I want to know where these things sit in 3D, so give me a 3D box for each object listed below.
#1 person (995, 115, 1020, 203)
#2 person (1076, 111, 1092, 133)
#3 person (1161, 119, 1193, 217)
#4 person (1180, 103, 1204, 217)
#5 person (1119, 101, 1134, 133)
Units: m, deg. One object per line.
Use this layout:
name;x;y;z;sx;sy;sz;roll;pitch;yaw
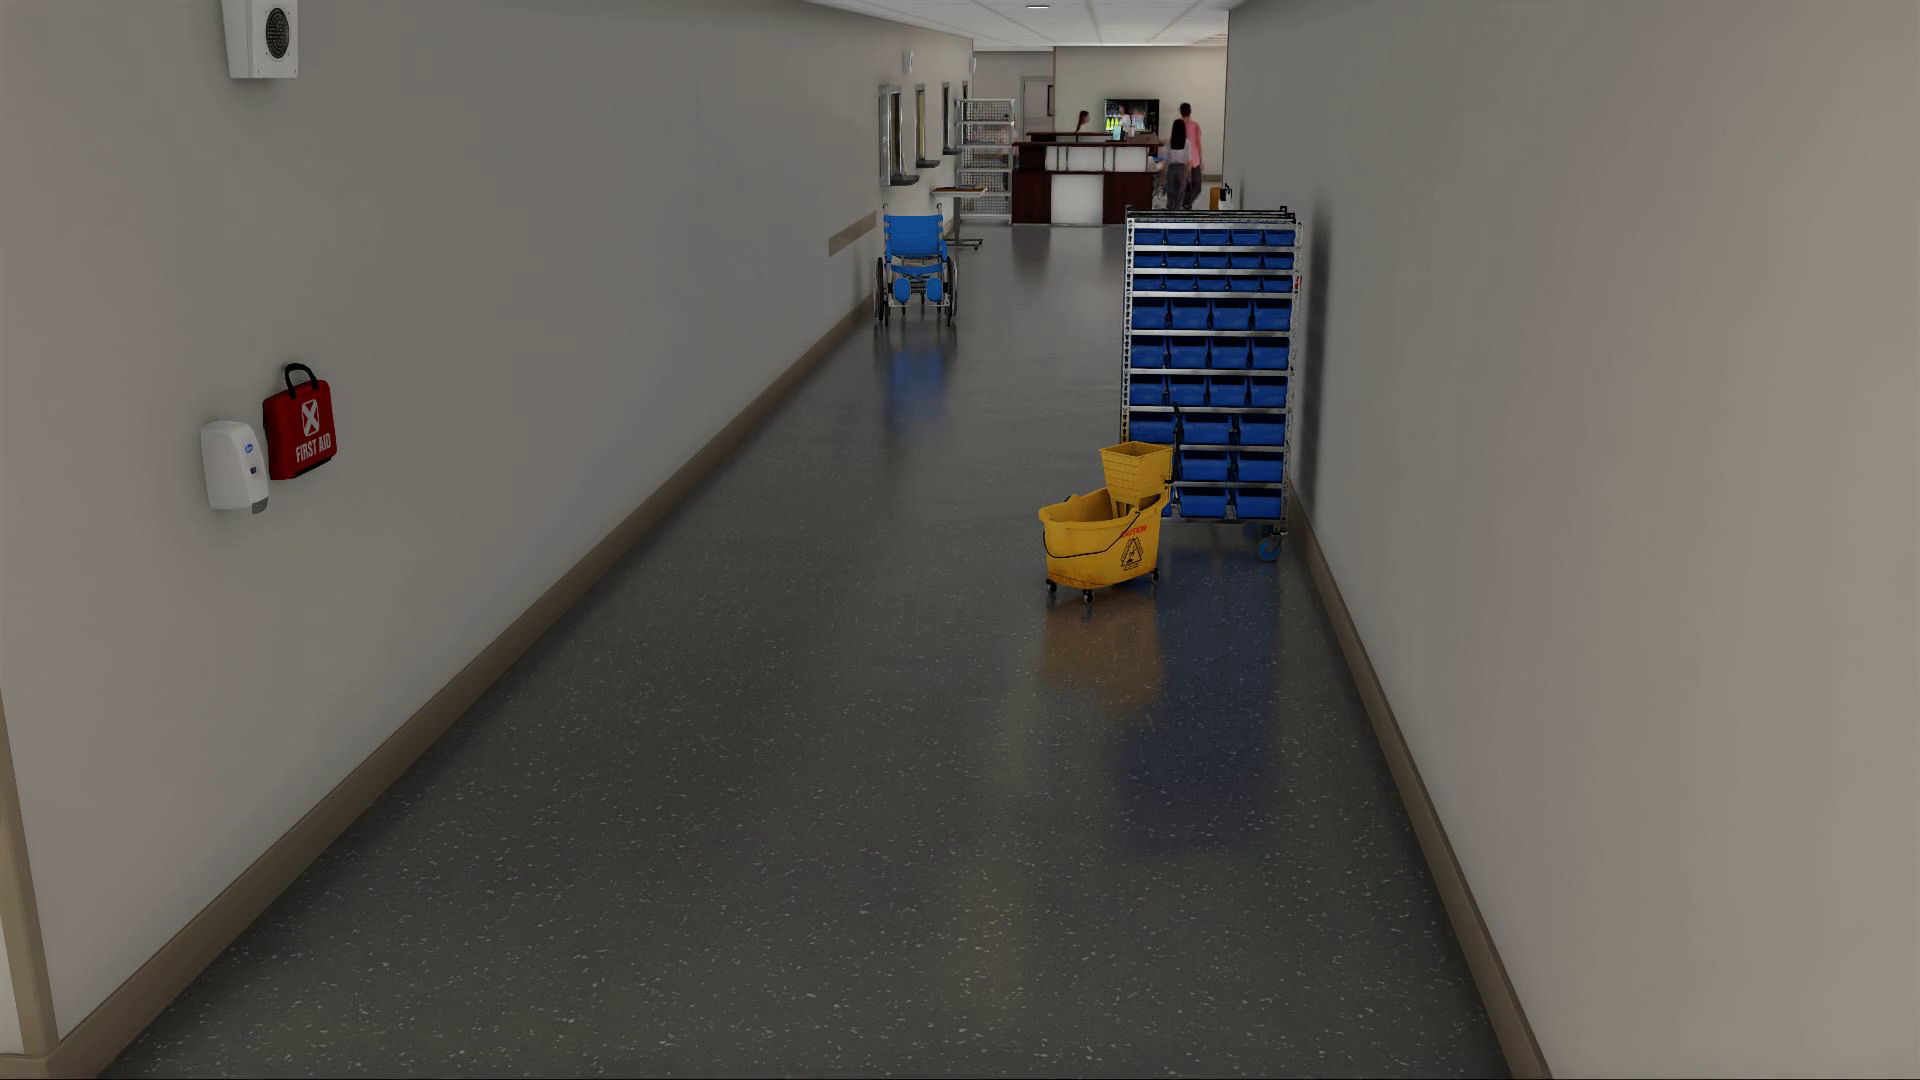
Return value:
person;0.916;-7.330;31.964;0.649;1.638;0.665;2;16;6
person;2.357;-7.696;33.190;0.689;1.677;0.706;-4;16;-13
person;3.366;-5.683;25.986;0.661;1.713;0.754;7;17;24
person;3.666;-6.080;26.989;0.962;1.933;0.944;10;18;31
person;3.811;-8.788;36.940;1.214;1.744;0.610;1;16;5
